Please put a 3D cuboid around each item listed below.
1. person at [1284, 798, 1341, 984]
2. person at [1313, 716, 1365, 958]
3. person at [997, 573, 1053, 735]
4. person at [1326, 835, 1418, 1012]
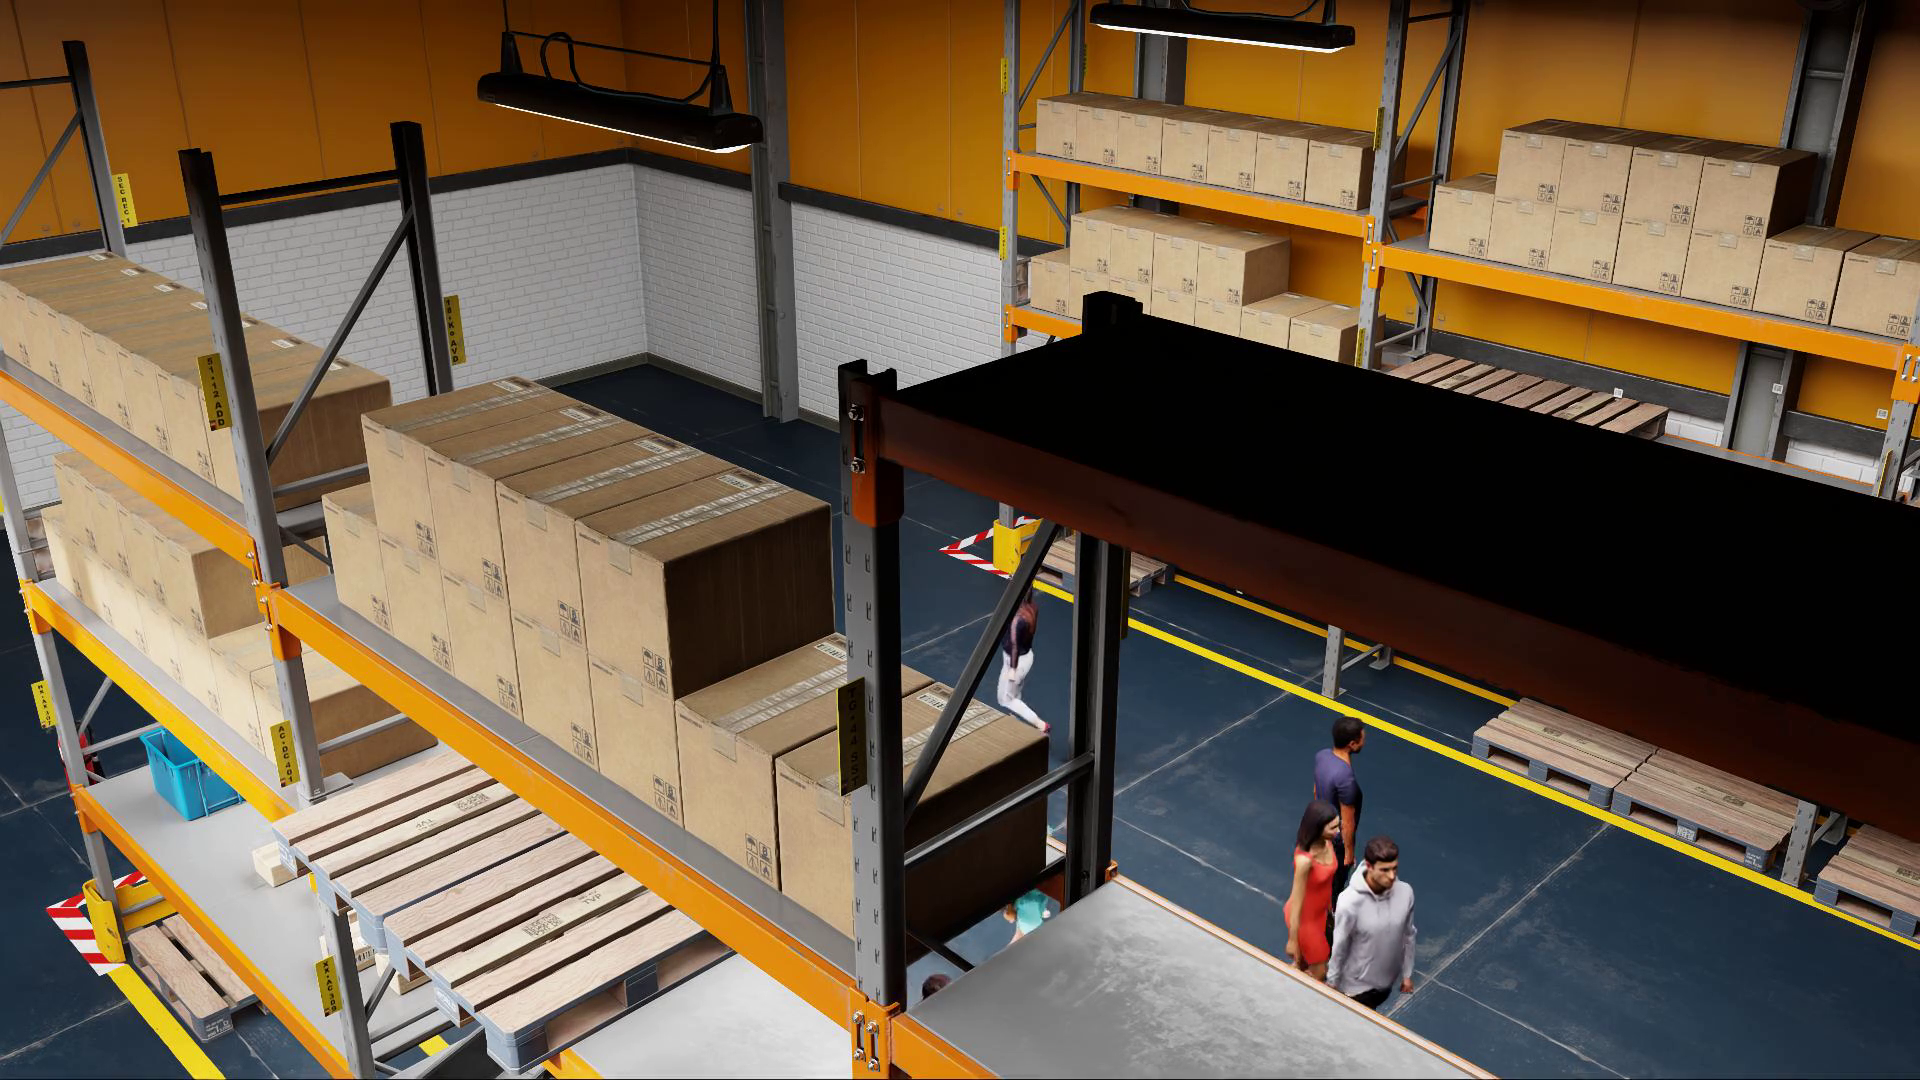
[{"bbox_3d":[2.108,2.365,10.508,0.702,1.708,0.703,11,26,24],"label":"person"},{"bbox_3d":[2.520,1.992,11.263,0.779,1.787,0.655,-6,24,-13],"label":"person"},{"bbox_3d":[0.521,1.028,13.706,0.885,1.596,0.781,8,25,17],"label":"person"},{"bbox_3d":[2.368,2.543,9.881,0.979,1.885,1.299,-10,26,-22],"label":"person"}]
